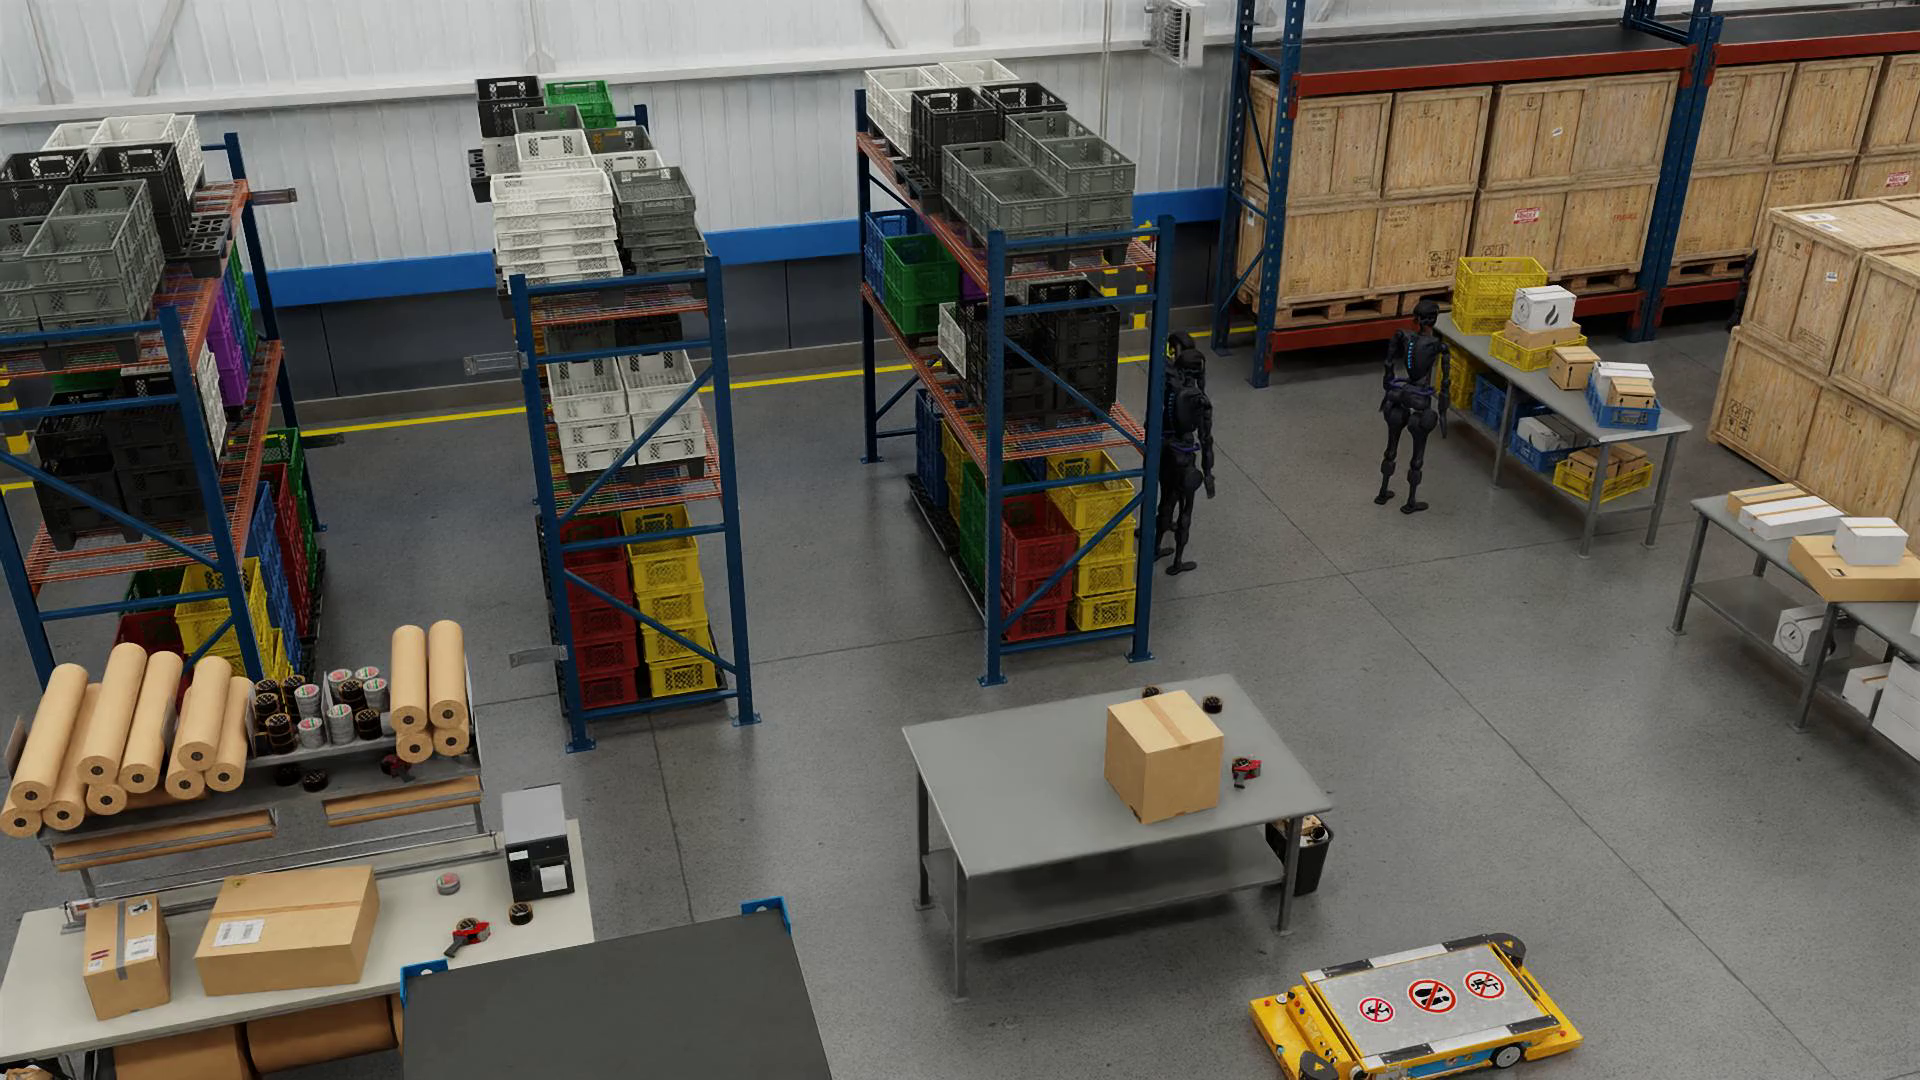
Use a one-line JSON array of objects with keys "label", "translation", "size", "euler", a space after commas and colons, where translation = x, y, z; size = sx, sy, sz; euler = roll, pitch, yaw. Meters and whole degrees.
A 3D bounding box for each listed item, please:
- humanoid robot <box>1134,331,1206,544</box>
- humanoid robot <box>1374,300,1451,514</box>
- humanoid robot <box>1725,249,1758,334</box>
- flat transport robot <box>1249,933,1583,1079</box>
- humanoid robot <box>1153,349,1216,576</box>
[{"label": "humanoid robot", "translation": [1.528, -0.748, 12.056], "size": [0.574, 1.649, 0.352], "euler": [-20, 34, -31]}, {"label": "humanoid robot", "translation": [3.415, -1.024, 12.547], "size": [0.325, 1.658, 0.600], "euler": [-24, 37, -37]}, {"label": "humanoid robot", "translation": [6.920, -1.964, 14.260], "size": [0.612, 1.656, 0.316], "euler": [2, 29, 4]}, {"label": "flat transport robot", "translation": [2.184, 2.282, 7.980], "size": [1.431, 0.197, 0.652], "euler": [-8, 30, -14]}, {"label": "humanoid robot", "translation": [1.568, -0.560, 11.720], "size": [0.335, 1.653, 0.568], "euler": [-14, 32, -24]}]
